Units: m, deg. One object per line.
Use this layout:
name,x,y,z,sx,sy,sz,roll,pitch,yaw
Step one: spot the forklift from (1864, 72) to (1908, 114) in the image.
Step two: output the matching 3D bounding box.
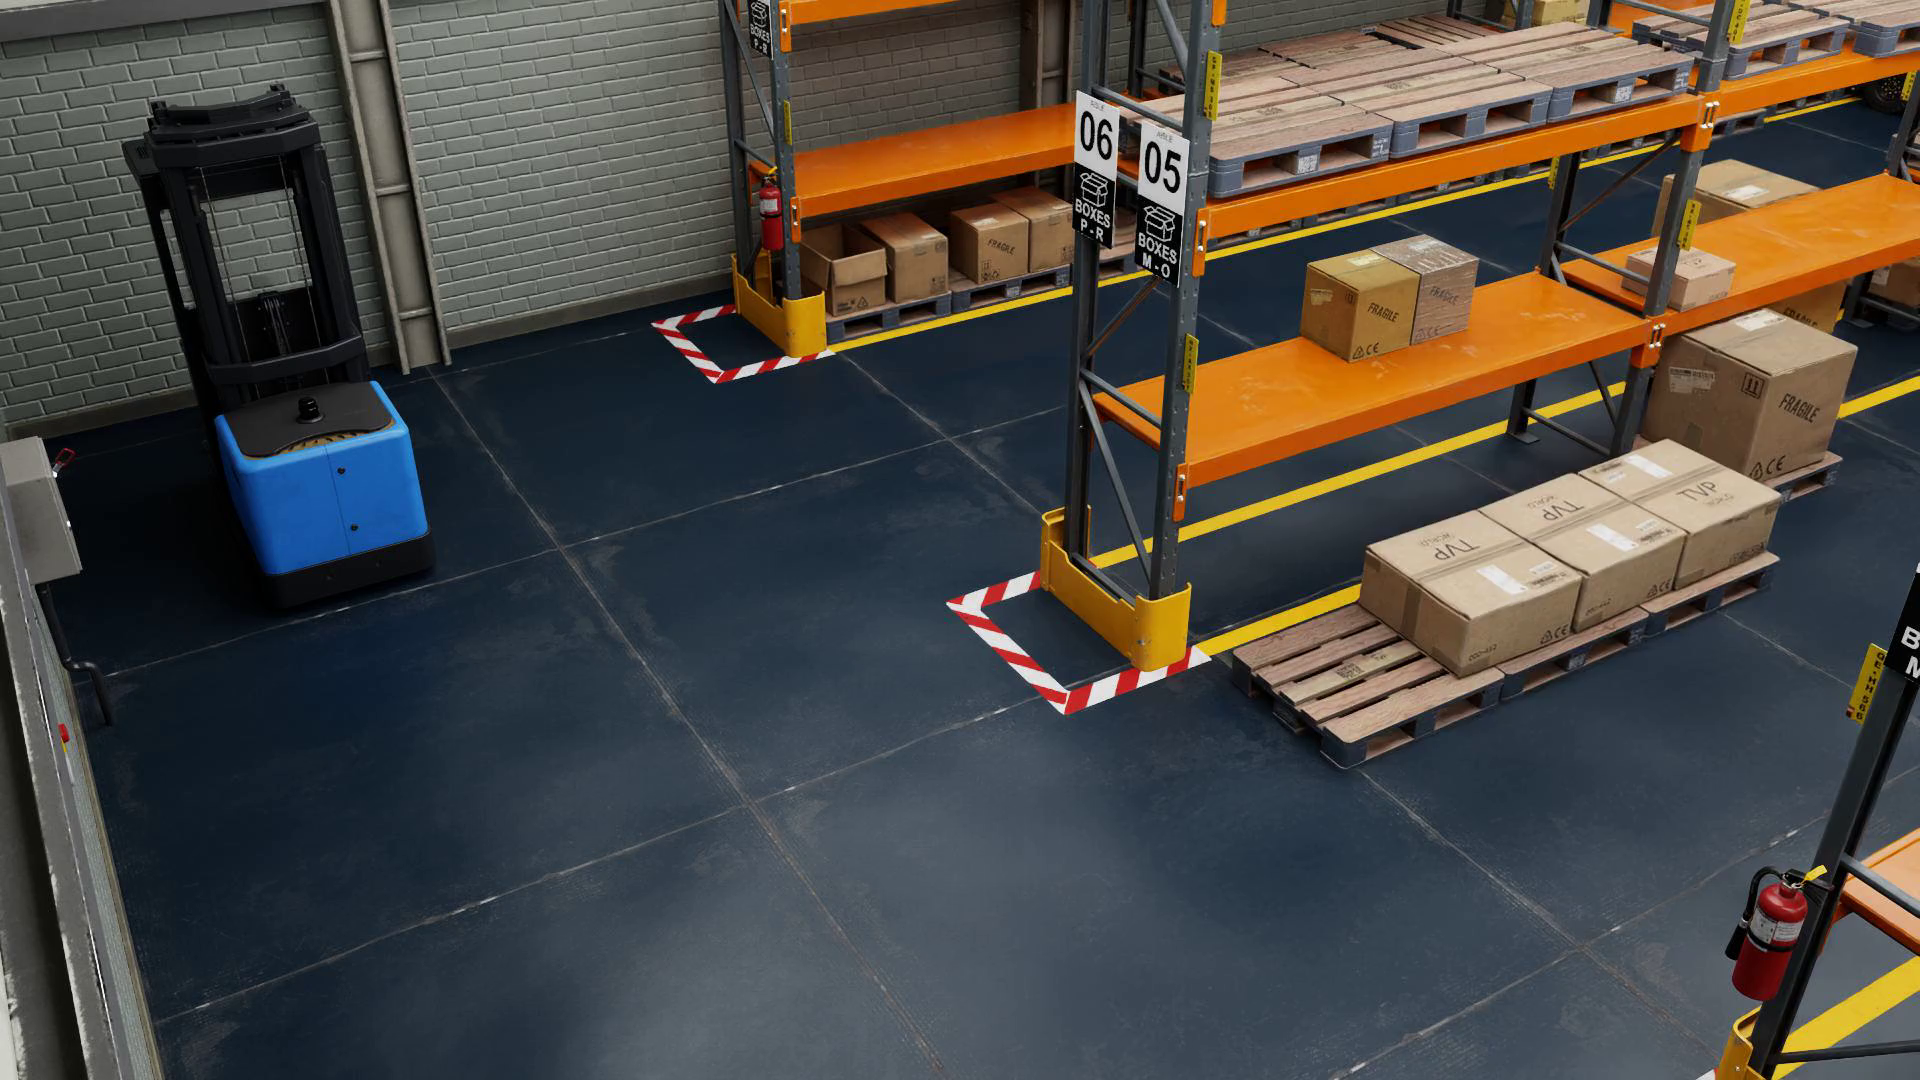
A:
forklift,11.468,-5.645,18.244,1.214,2.155,2.313,-17,36,-26

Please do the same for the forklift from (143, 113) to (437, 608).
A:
forklift,-4.289,-1.259,10.509,1.129,2.768,1.873,-17,36,-26
